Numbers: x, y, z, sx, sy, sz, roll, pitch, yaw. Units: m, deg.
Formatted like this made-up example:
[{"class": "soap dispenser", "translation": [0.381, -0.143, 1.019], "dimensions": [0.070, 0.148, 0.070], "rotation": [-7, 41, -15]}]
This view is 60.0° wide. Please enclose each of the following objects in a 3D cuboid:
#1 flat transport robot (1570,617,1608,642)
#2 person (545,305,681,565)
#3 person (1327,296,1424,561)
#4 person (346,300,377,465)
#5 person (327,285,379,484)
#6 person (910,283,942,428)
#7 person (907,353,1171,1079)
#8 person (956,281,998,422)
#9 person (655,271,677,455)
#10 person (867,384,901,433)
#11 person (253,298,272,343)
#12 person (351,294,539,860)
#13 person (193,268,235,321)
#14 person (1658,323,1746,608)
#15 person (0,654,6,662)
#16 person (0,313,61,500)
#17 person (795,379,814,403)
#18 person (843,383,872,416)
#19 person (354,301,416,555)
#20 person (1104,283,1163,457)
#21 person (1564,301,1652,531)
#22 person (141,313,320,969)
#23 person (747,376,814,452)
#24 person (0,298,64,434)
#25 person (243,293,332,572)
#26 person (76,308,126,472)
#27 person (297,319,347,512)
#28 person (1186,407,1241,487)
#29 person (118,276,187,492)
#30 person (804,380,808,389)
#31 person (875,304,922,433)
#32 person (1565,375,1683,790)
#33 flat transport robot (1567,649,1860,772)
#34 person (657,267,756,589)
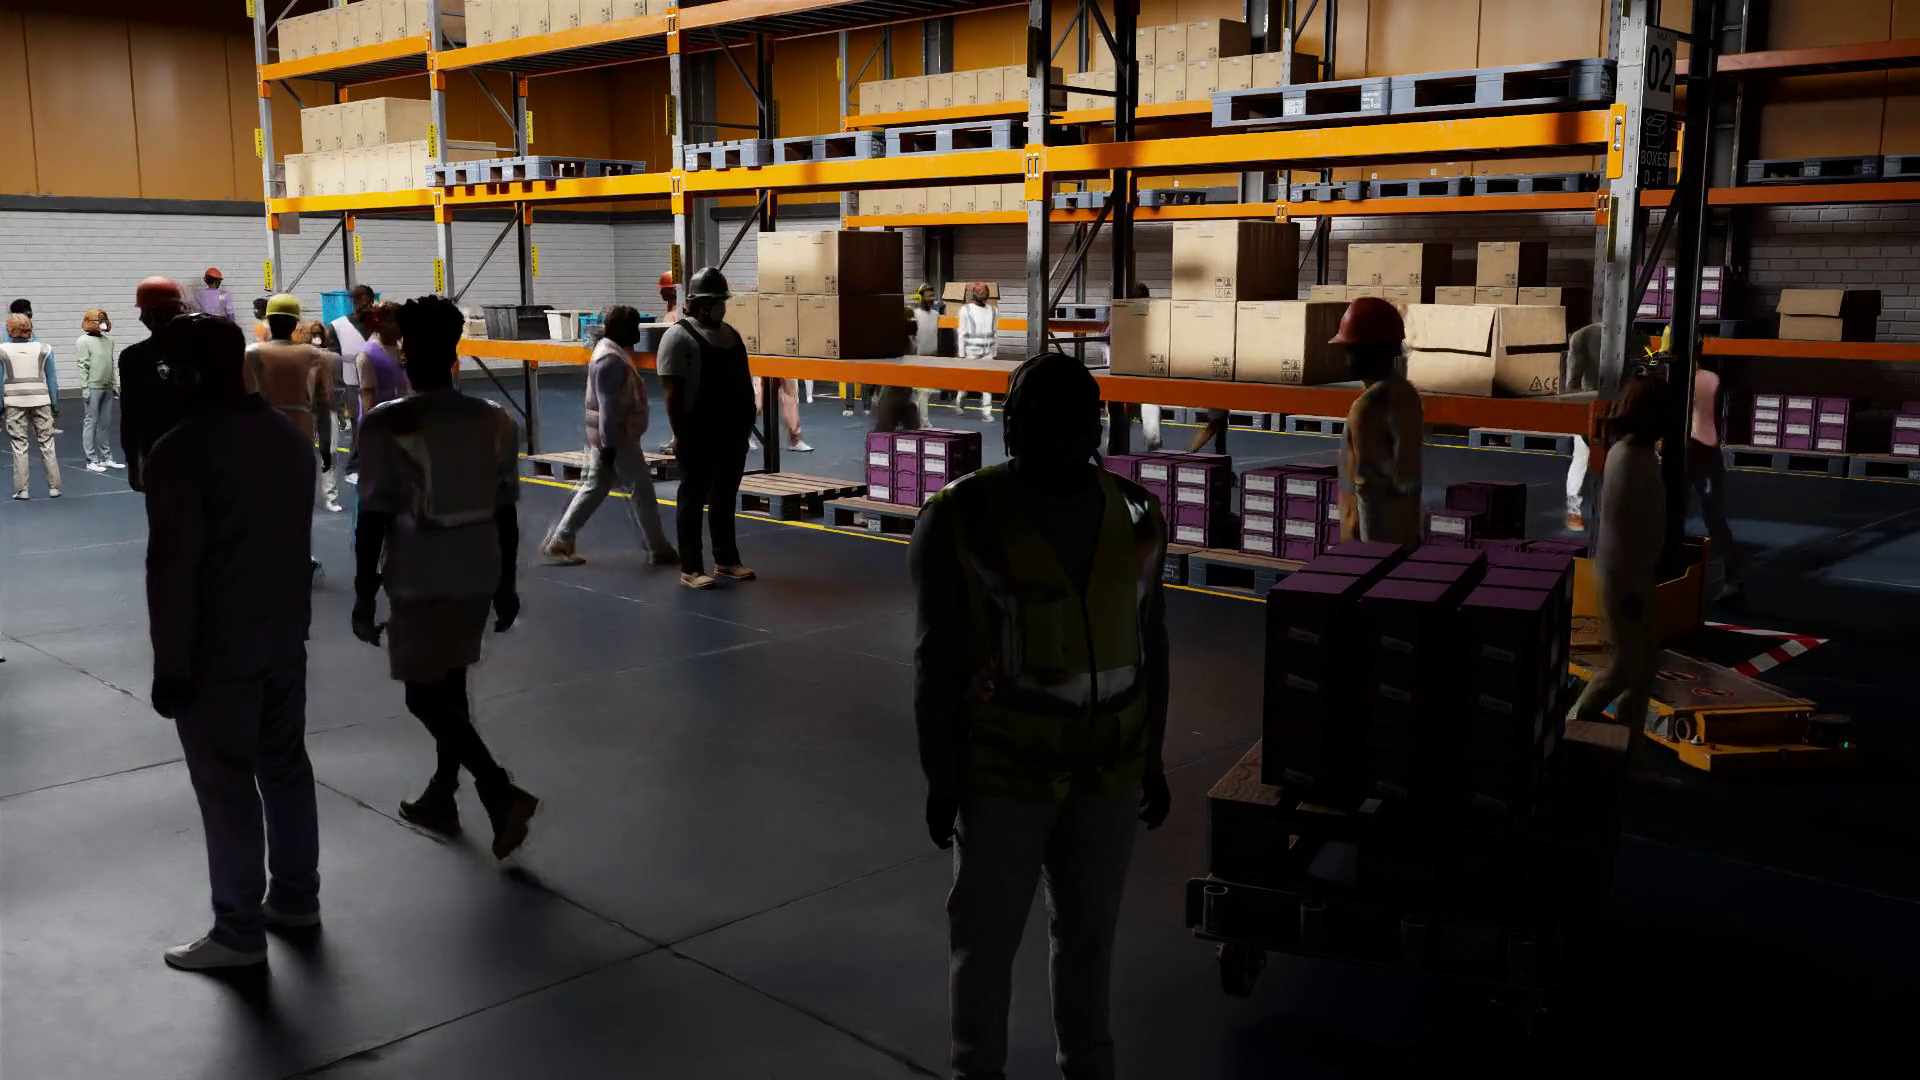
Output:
[{"class": "flat transport robot", "translation": [2.731, 0.549, 8.256], "dimensions": [1.431, 0.197, 0.652], "rotation": [-1, 9, -9]}, {"class": "person", "translation": [-2.379, -0.702, 11.314], "dimensions": [0.981, 1.791, 0.630], "rotation": [-2, 10, -13]}, {"class": "person", "translation": [1.731, -0.004, 6.619], "dimensions": [0.745, 1.920, 0.546], "rotation": [7, 12, 37]}, {"class": "person", "translation": [-5.982, -1.587, 16.879], "dimensions": [0.772, 1.740, 0.538], "rotation": [8, 12, 40]}, {"class": "person", "translation": [-5.496, -1.415, 15.425], "dimensions": [1.010, 1.859, 0.605], "rotation": [8, 13, 42]}, {"class": "person", "translation": [-0.459, -2.189, 20.209], "dimensions": [0.516, 1.856, 0.551], "rotation": [-8, 12, -41]}, {"class": "person", "translation": [0.199, 0.509, 3.701], "dimensions": [0.625, 1.844, 0.429], "rotation": [-4, 10, -23]}, {"class": "person", "translation": [0.226, -2.509, 22.158], "dimensions": [0.585, 1.865, 0.741], "rotation": [-5, 10, -26]}, {"class": "person", "translation": [-3.118, -1.928, 18.175], "dimensions": [0.389, 1.991, 0.622], "rotation": [-3, 10, -19]}, {"class": "person", "translation": [-0.760, -1.710, 17.093], "dimensions": [0.427, 1.909, 0.613], "rotation": [7, 12, 38]}, {"class": "person", "translation": [-8.889, -2.283, 21.412], "dimensions": [0.884, 1.651, 0.541], "rotation": [-1, 9, -6]}, {"class": "person", "translation": [-1.740, 0.131, 5.728], "dimensions": [0.854, 1.946, 0.602], "rotation": [7, 12, 36]}, {"class": "person", "translation": [-12.083, -3.394, 27.020], "dimensions": [0.612, 2.039, 0.392], "rotation": [-1, 9, -7]}, {"class": "person", "translation": [4.456, -0.457, 10.032], "dimensions": [0.550, 1.711, 0.871], "rotation": [-4, 10, -24]}, {"class": "person", "translation": [-5.126, -0.216, 8.381], "dimensions": [0.313, 1.768, 0.528], "rotation": [7, 12, 36]}, {"class": "person", "translation": [-8.182, -1.165, 14.580], "dimensions": [0.514, 1.641, 0.315], "rotation": [-7, 12, -37]}, {"class": "person", "translation": [-2.426, -2.990, 25.069], "dimensions": [0.523, 1.870, 0.317], "rotation": [-3, 10, -20]}, {"class": "person", "translation": [-1.430, -2.611, 22.837], "dimensions": [0.505, 1.840, 0.346], "rotation": [-3, 10, -17]}, {"class": "person", "translation": [-3.908, -0.756, 11.591], "dimensions": [0.981, 1.787, 0.592], "rotation": [4, 10, 22]}, {"class": "person", "translation": [1.581, -1.274, 14.470], "dimensions": [0.647, 1.887, 1.000], "rotation": [-6, 11, -32]}, {"class": "person", "translation": [4.859, -0.946, 12.524], "dimensions": [0.650, 1.887, 1.040], "rotation": [1, 9, 3]}, {"class": "person", "translation": [-2.144, 0.291, 4.876], "dimensions": [0.402, 1.899, 0.631], "rotation": [2, 9, 13]}, {"class": "person", "translation": [-2.105, -1.911, 18.491], "dimensions": [0.968, 1.865, 0.644], "rotation": [8, 12, 40]}, {"class": "person", "translation": [-11.409, -2.093, 20.166], "dimensions": [0.759, 1.677, 0.534], "rotation": [-2, 10, -14]}, {"class": "person", "translation": [-4.393, -0.659, 10.794], "dimensions": [0.669, 1.874, 0.960], "rotation": [-6, 11, -33]}, {"class": "person", "translation": [-8.639, -1.509, 16.705], "dimensions": [0.284, 1.633, 0.501], "rotation": [2, 9, 11]}, {"class": "person", "translation": [-5.434, -1.056, 13.993], "dimensions": [0.502, 1.612, 0.663], "rotation": [-7, 12, -37]}, {"class": "person", "translation": [2.374, -1.474, 15.676], "dimensions": [0.551, 1.911, 0.899], "rotation": [-7, 12, -37]}, {"class": "person", "translation": [-4.452, -0.506, 9.479], "dimensions": [0.539, 1.982, 0.634], "rotation": [7, 11, 35]}, {"class": "person", "translation": [-2.727, -3.443, 27.932], "dimensions": [0.625, 1.843, 0.430], "rotation": [0, 9, -1]}, {"class": "person", "translation": [-0.502, -1.237, 14.830], "dimensions": [0.873, 1.700, 0.497], "rotation": [8, 12, 42]}, {"class": "person", "translation": [2.574, 0.172, 6.442], "dimensions": [0.491, 1.611, 0.583], "rotation": [6, 11, 33]}, {"class": "flat transport robot", "translation": [3.170, 0.707, 7.291], "dimensions": [0.652, 0.197, 1.431], "rotation": [-1, 9, -9]}, {"class": "person", "translation": [-1.558, -0.718, 10.617], "dimensions": [0.539, 2.000, 0.689], "rotation": [6, 11, 33]}]
